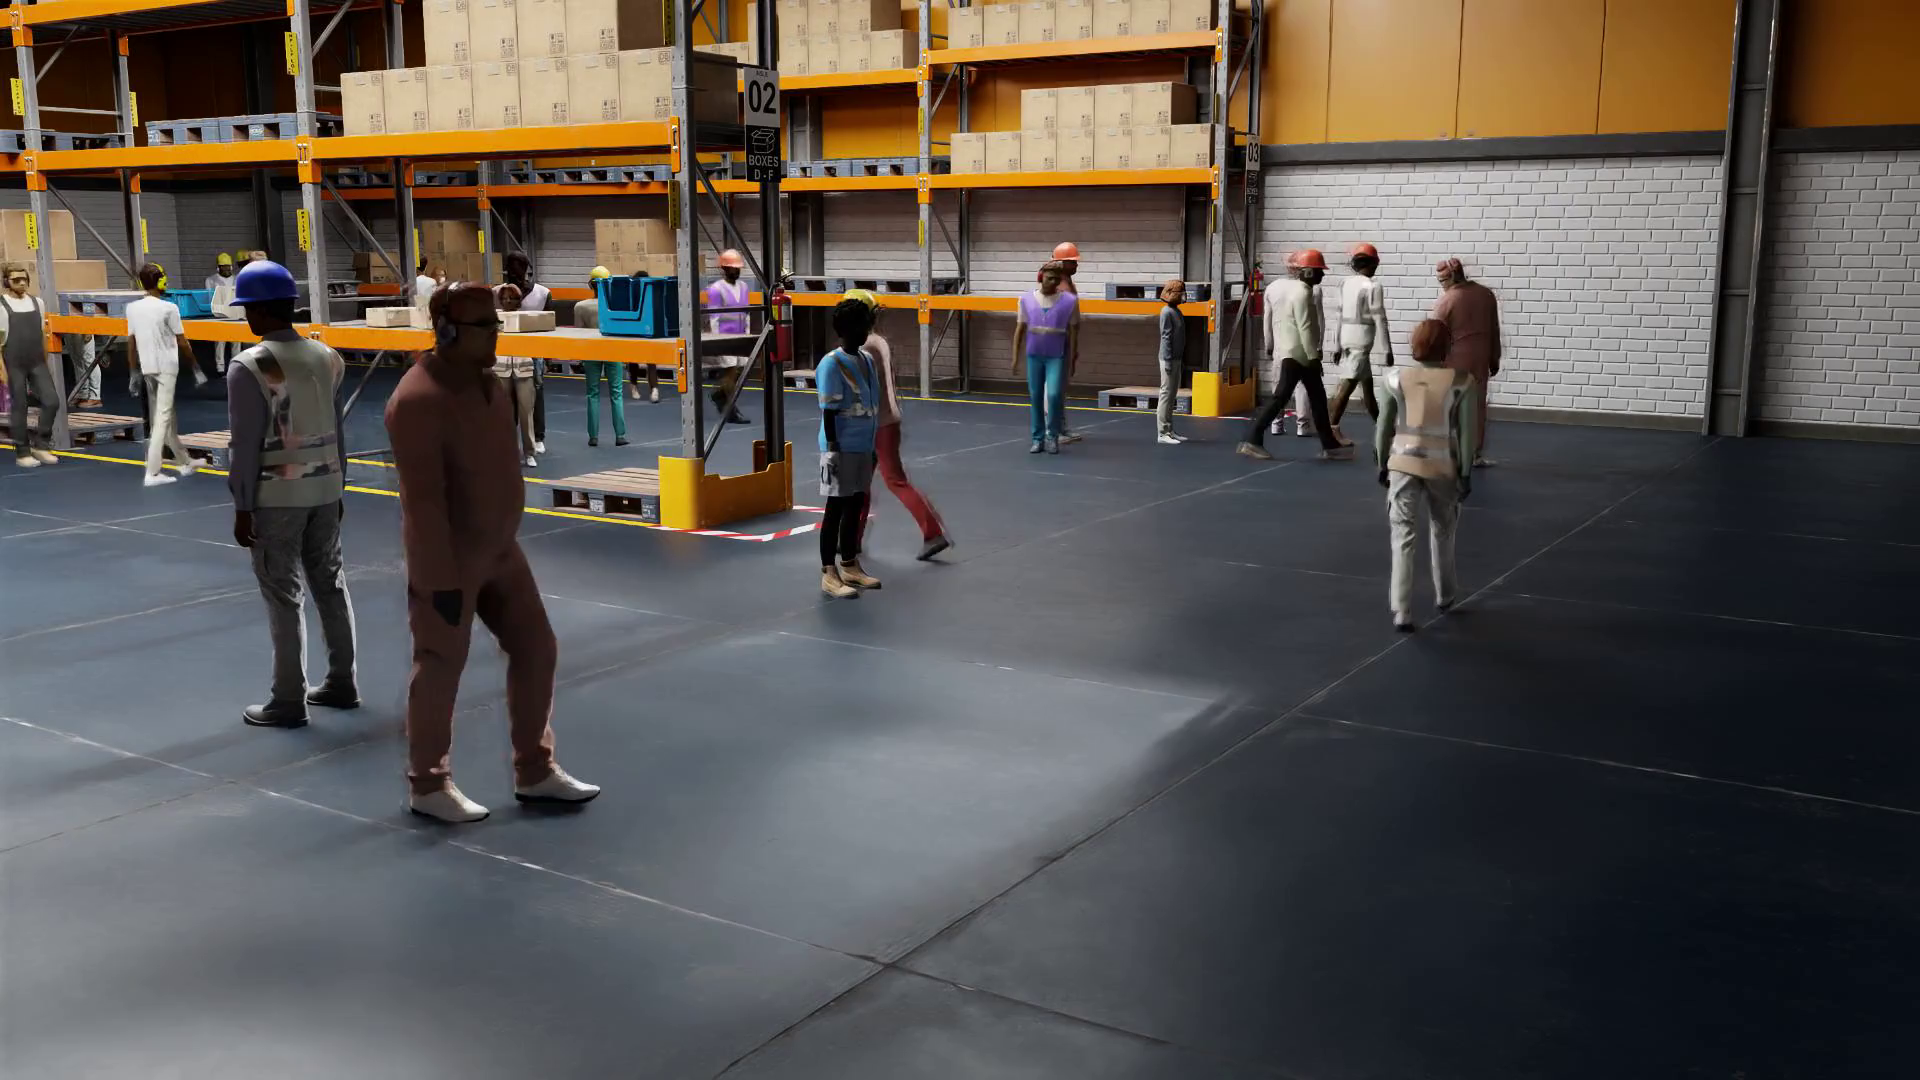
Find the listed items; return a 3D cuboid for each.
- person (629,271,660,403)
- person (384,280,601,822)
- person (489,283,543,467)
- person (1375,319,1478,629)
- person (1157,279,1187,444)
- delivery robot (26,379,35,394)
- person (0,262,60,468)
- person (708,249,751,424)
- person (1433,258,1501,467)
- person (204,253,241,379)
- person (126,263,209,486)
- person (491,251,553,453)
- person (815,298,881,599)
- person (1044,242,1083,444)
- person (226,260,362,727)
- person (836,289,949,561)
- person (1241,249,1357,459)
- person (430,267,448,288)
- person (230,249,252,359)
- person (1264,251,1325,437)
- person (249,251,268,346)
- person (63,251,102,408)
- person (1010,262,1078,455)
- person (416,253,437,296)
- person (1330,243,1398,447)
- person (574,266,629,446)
[{"bbox_3d":[-3.994,-2.554,20.869,0.520,1.648,0.891,-4,11,-21],"label":"person"},{"bbox_3d":[-1.603,0.062,5.724,0.773,1.878,0.685,2,10,12],"label":"person"},{"bbox_3d":[-3.972,-1.456,14.803,0.514,1.642,0.314,-2,10,-13],"label":"person"},{"bbox_3d":[2.473,-0.362,8.830,0.536,1.598,0.830,5,11,24],"label":"person"},{"bbox_3d":[2.128,-1.780,16.625,0.284,1.633,0.500,4,11,21],"label":"person"},{"bbox_3d":[-11.694,-1.989,20.510,0.707,0.478,0.477,4,11,22],"label":"delivery robot"},{"bbox_3d":[-8.278,-1.541,14.755,0.498,1.825,0.535,6,12,29],"label":"person"},{"bbox_3d":[-2.566,-2.243,18.382,0.573,1.921,0.572,8,13,37],"label":"person"},{"bbox_3d":[4.480,-1.562,14.782,0.740,1.872,0.396,-4,11,-20],"label":"person"},{"bbox_3d":[-10.731,-3.279,24.376,0.404,1.830,0.600,9,14,41],"label":"person"},{"bbox_3d":[-6.625,-1.396,13.967,0.519,1.833,0.839,4,11,21],"label":"person"},{"bbox_3d":[-4.159,-1.778,15.830,0.590,1.917,0.397,0,10,-2],"label":"person"},{"bbox_3d":[-0.627,-0.525,9.492,0.317,1.695,0.540,5,11,25],"label":"person"},{"bbox_3d":[1.032,-1.964,16.637,0.382,1.996,0.608,5,11,24],"label":"person"},{"bbox_3d":[-2.817,-0.193,6.984,0.411,1.938,0.610,4,11,20],"label":"person"},{"bbox_3d":[-0.456,-0.727,10.539,0.854,1.722,0.528,2,10,9],"label":"person"},{"bbox_3d":[3.109,-1.691,15.311,1.036,1.946,0.629,3,11,18],"label":"person"},{"bbox_3d":[-7.807,-3.280,24.965,0.287,1.625,0.497,6,12,30],"label":"person"},{"bbox_3d":[-11.878,-3.970,28.129,0.945,1.871,0.592,-2,10,-10],"label":"person"},{"bbox_3d":[3.462,-2.015,17.168,0.654,1.906,0.408,7,12,35],"label":"person"},{"bbox_3d":[-8.740,-2.676,20.874,0.433,1.888,0.665,-1,10,-3],"label":"person"},{"bbox_3d":[-10.665,-2.560,20.114,0.627,1.935,0.373,7,12,34],"label":"person"},{"bbox_3d":[0.791,-1.707,15.704,0.604,1.816,0.523,3,11,14],"label":"person"},{"bbox_3d":[-6.674,-2.619,20.614,0.328,1.872,0.513,4,11,19],"label":"person"},{"bbox_3d":[3.993,-1.911,16.371,1.027,1.983,0.694,-3,11,-18],"label":"person"},{"bbox_3d":[-3.513,-1.801,16.374,0.525,1.769,0.311,-1,10,-6],"label":"person"}]
